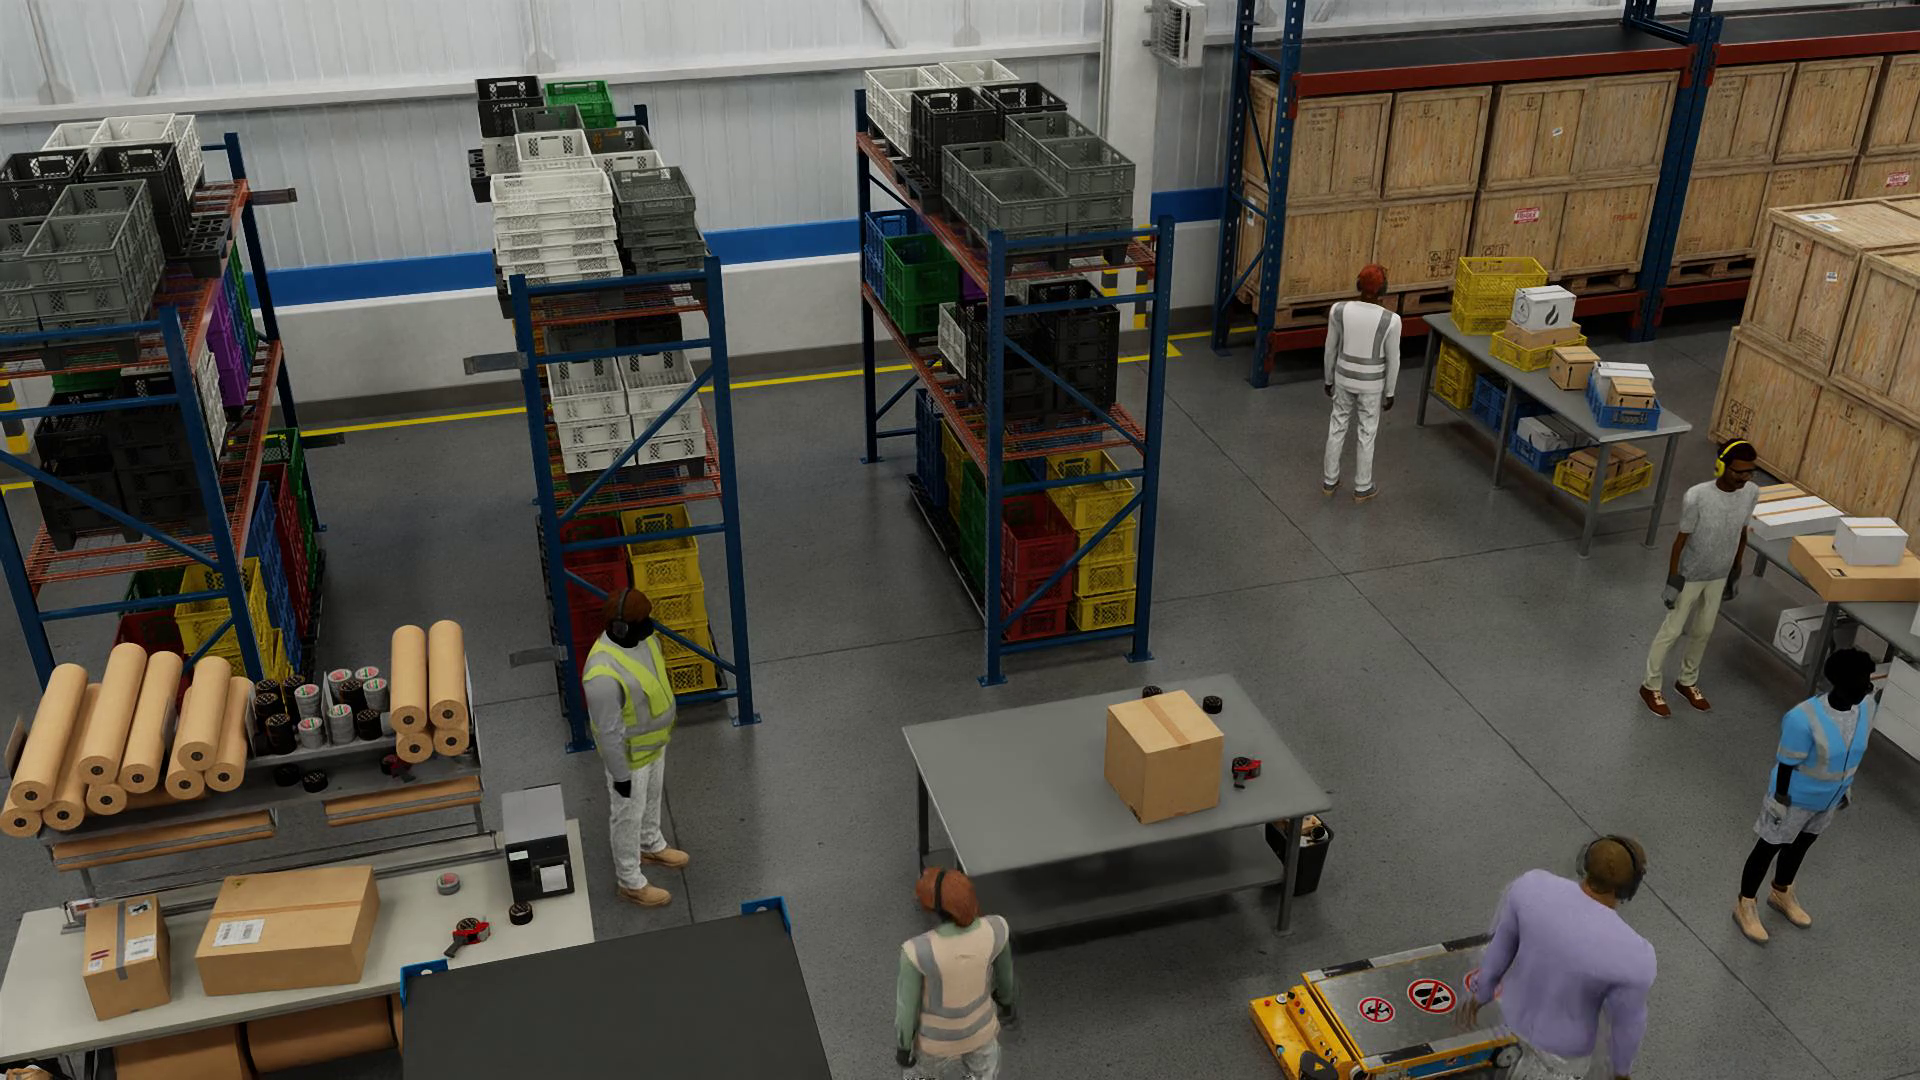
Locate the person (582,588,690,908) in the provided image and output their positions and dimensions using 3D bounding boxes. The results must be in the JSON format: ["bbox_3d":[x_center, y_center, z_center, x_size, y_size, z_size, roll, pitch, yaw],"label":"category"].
[{"bbox_3d":[-1.673,1.052,8.612,0.429,1.835,0.631,5,29,9],"label":"person"}]

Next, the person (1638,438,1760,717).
[{"bbox_3d":[4.509,0.226,10.090,0.516,1.858,0.316,-6,29,-11],"label":"person"}]

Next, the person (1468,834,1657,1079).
[{"bbox_3d":[2.488,1.982,6.842,0.694,1.907,0.656,-17,33,-28],"label":"person"}]

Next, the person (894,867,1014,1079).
[{"bbox_3d":[-0.007,2.051,6.996,0.594,1.629,0.340,-13,31,-22],"label":"person"}]

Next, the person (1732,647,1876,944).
[{"bbox_3d":[4.270,1.266,8.358,0.532,1.697,0.322,-10,30,-18],"label":"person"}]

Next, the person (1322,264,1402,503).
[{"bbox_3d":[3.037,-1.187,12.632,0.577,1.883,0.353,17,33,28],"label":"person"}]

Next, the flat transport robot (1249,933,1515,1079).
[{"bbox_3d":[2.184,2.282,7.980,1.431,0.197,0.652,-8,30,-14],"label":"flat transport robot"}]
